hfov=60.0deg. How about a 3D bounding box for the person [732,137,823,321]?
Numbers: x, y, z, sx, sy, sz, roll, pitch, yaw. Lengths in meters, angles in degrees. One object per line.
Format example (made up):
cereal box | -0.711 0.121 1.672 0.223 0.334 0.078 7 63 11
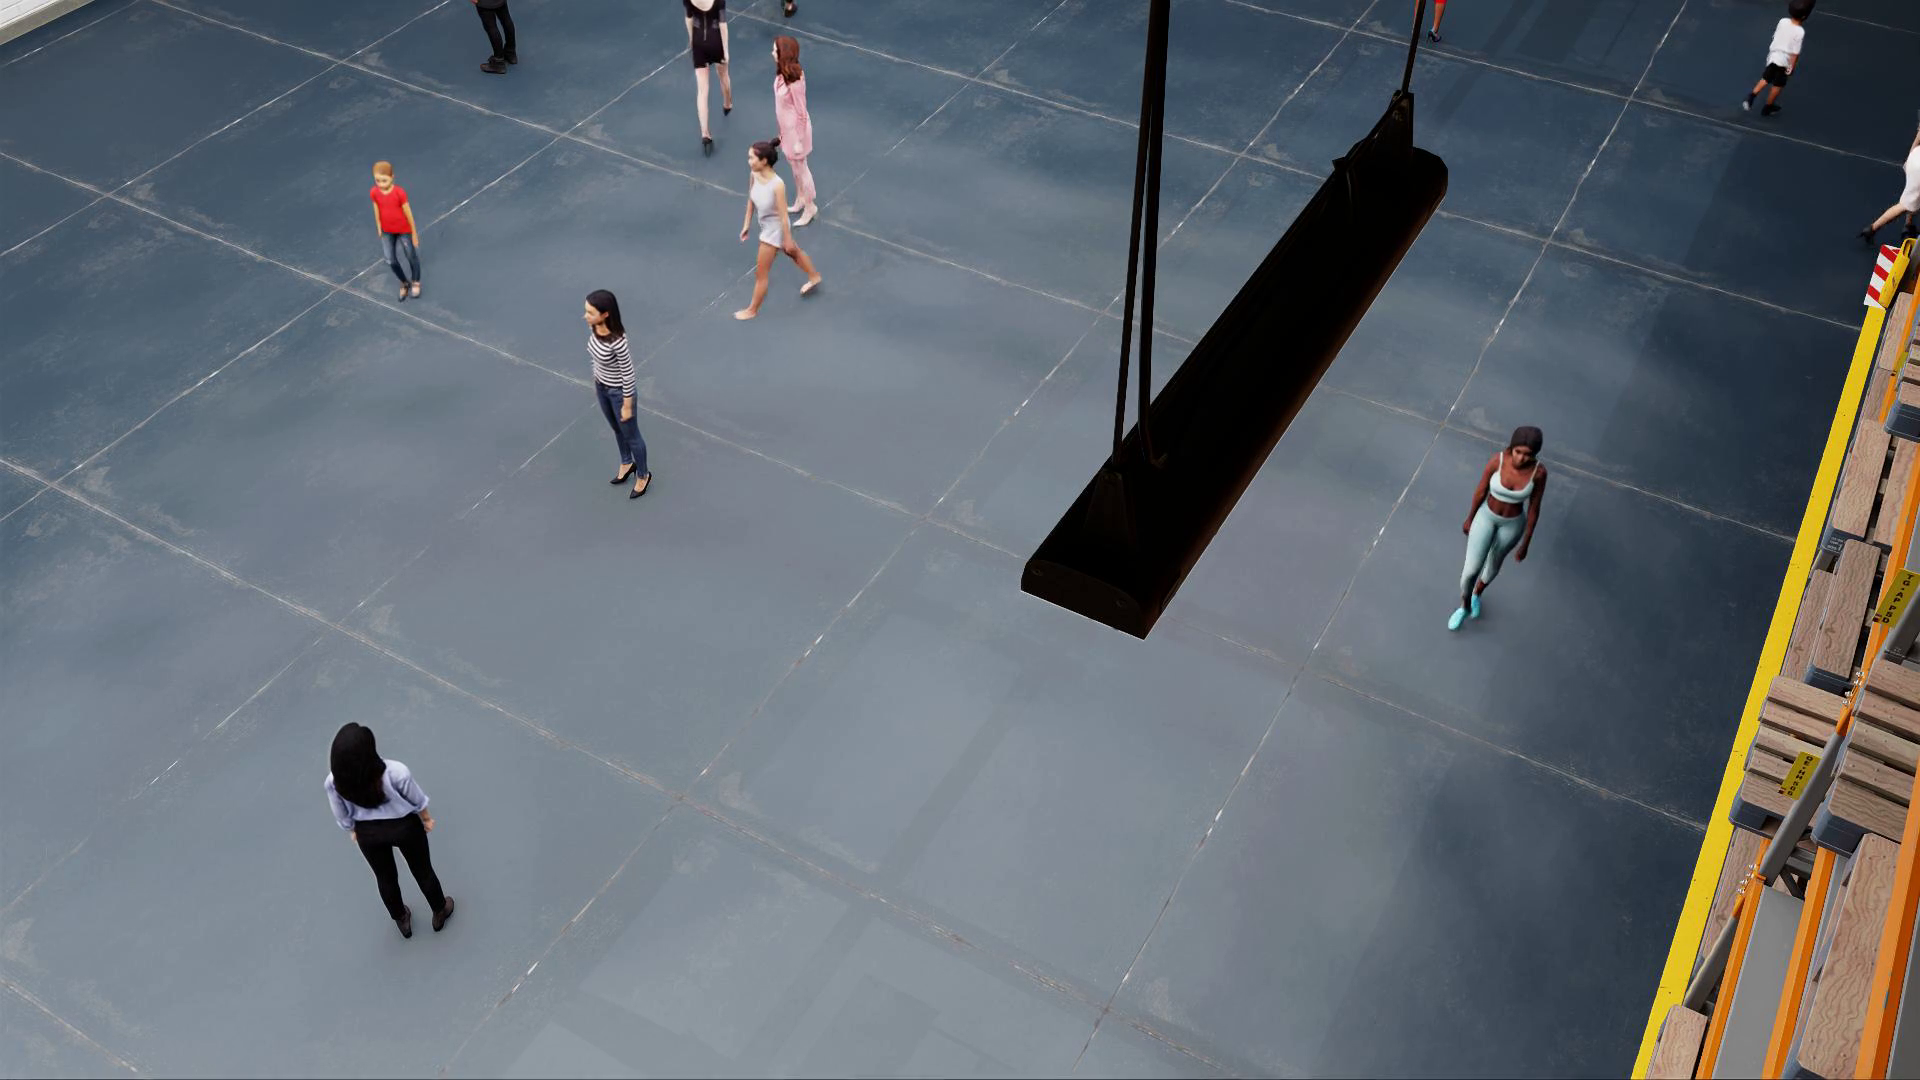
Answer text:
person | -1.477 -2.624 13.838 1.190 1.574 0.908 -26 49 -25

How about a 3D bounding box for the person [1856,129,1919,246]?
person | 8.334 -3.215 14.489 0.871 1.530 0.920 1 44 1

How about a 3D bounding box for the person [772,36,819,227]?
person | -1.457 -3.623 14.722 0.732 1.801 0.693 -14 45 -14

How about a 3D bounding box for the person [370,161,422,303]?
person | -4.742 -2.660 14.072 0.600 1.303 0.636 1 44 1

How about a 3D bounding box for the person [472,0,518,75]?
person | -4.771 -5.606 16.818 0.705 1.780 0.558 17 46 17

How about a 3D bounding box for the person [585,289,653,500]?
person | -2.481 -1.060 12.034 0.577 1.797 0.631 -32 52 -29

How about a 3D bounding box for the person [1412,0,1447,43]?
person | 4.988 -6.035 17.295 0.581 1.743 0.516 26 49 25

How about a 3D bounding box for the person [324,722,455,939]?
person | -3.181 1.622 9.257 0.732 1.744 0.777 -8 44 -8

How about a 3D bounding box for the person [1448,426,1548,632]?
person | 3.627 -0.149 11.140 0.639 1.711 0.709 16 46 16

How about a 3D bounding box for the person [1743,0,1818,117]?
person | 8.002 -4.717 16.270 0.771 1.249 0.674 -19 47 -19

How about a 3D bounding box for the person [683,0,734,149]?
person | -2.407 -4.596 15.757 0.961 1.782 1.229 1 44 2
